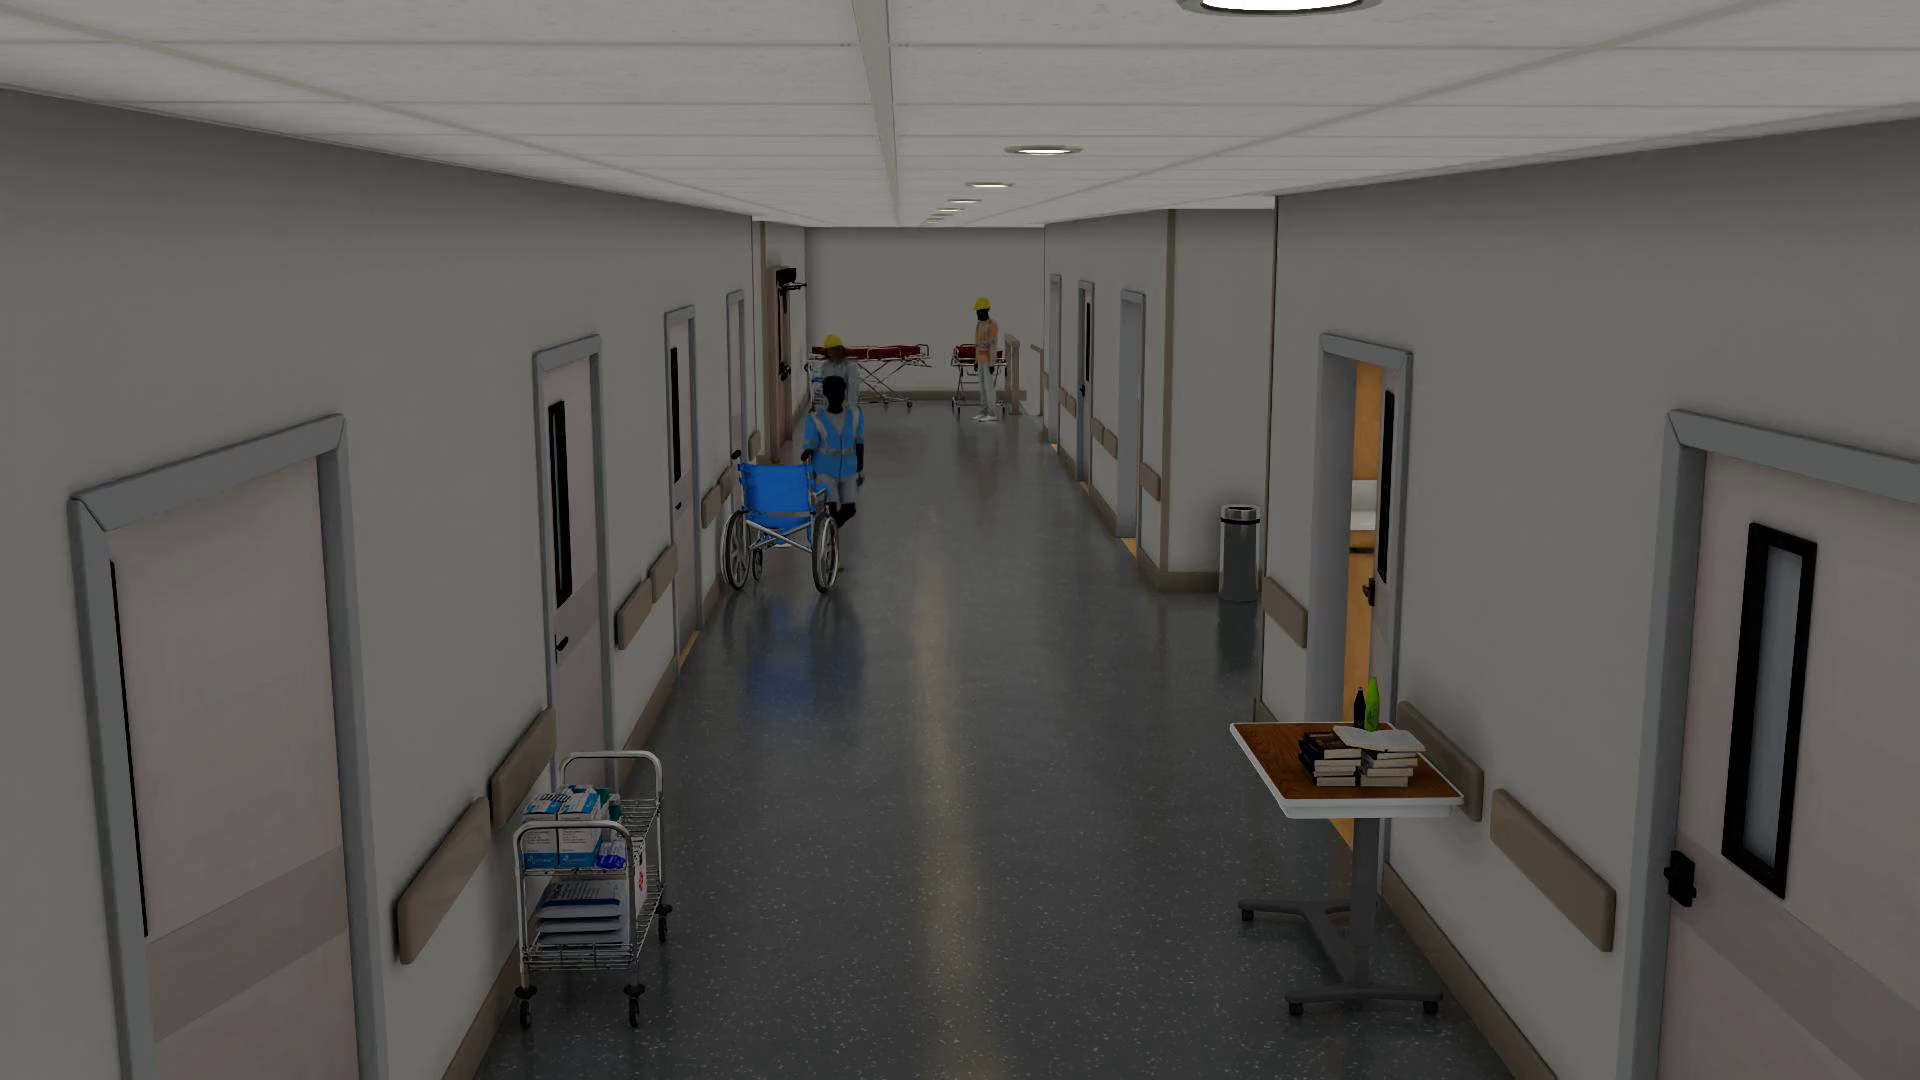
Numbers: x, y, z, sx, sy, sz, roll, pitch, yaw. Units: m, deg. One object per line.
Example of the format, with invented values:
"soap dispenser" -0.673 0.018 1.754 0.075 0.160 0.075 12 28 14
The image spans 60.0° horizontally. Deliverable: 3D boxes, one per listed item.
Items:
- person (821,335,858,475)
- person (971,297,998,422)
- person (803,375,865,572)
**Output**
"person" -1.433 -1.545 19.425 0.498 1.698 0.872 4 11 21
"person" 0.375 -2.793 25.772 0.404 1.917 0.590 -4 11 -22
"person" -1.096 -0.591 14.161 0.559 1.670 0.569 -5 11 -24
